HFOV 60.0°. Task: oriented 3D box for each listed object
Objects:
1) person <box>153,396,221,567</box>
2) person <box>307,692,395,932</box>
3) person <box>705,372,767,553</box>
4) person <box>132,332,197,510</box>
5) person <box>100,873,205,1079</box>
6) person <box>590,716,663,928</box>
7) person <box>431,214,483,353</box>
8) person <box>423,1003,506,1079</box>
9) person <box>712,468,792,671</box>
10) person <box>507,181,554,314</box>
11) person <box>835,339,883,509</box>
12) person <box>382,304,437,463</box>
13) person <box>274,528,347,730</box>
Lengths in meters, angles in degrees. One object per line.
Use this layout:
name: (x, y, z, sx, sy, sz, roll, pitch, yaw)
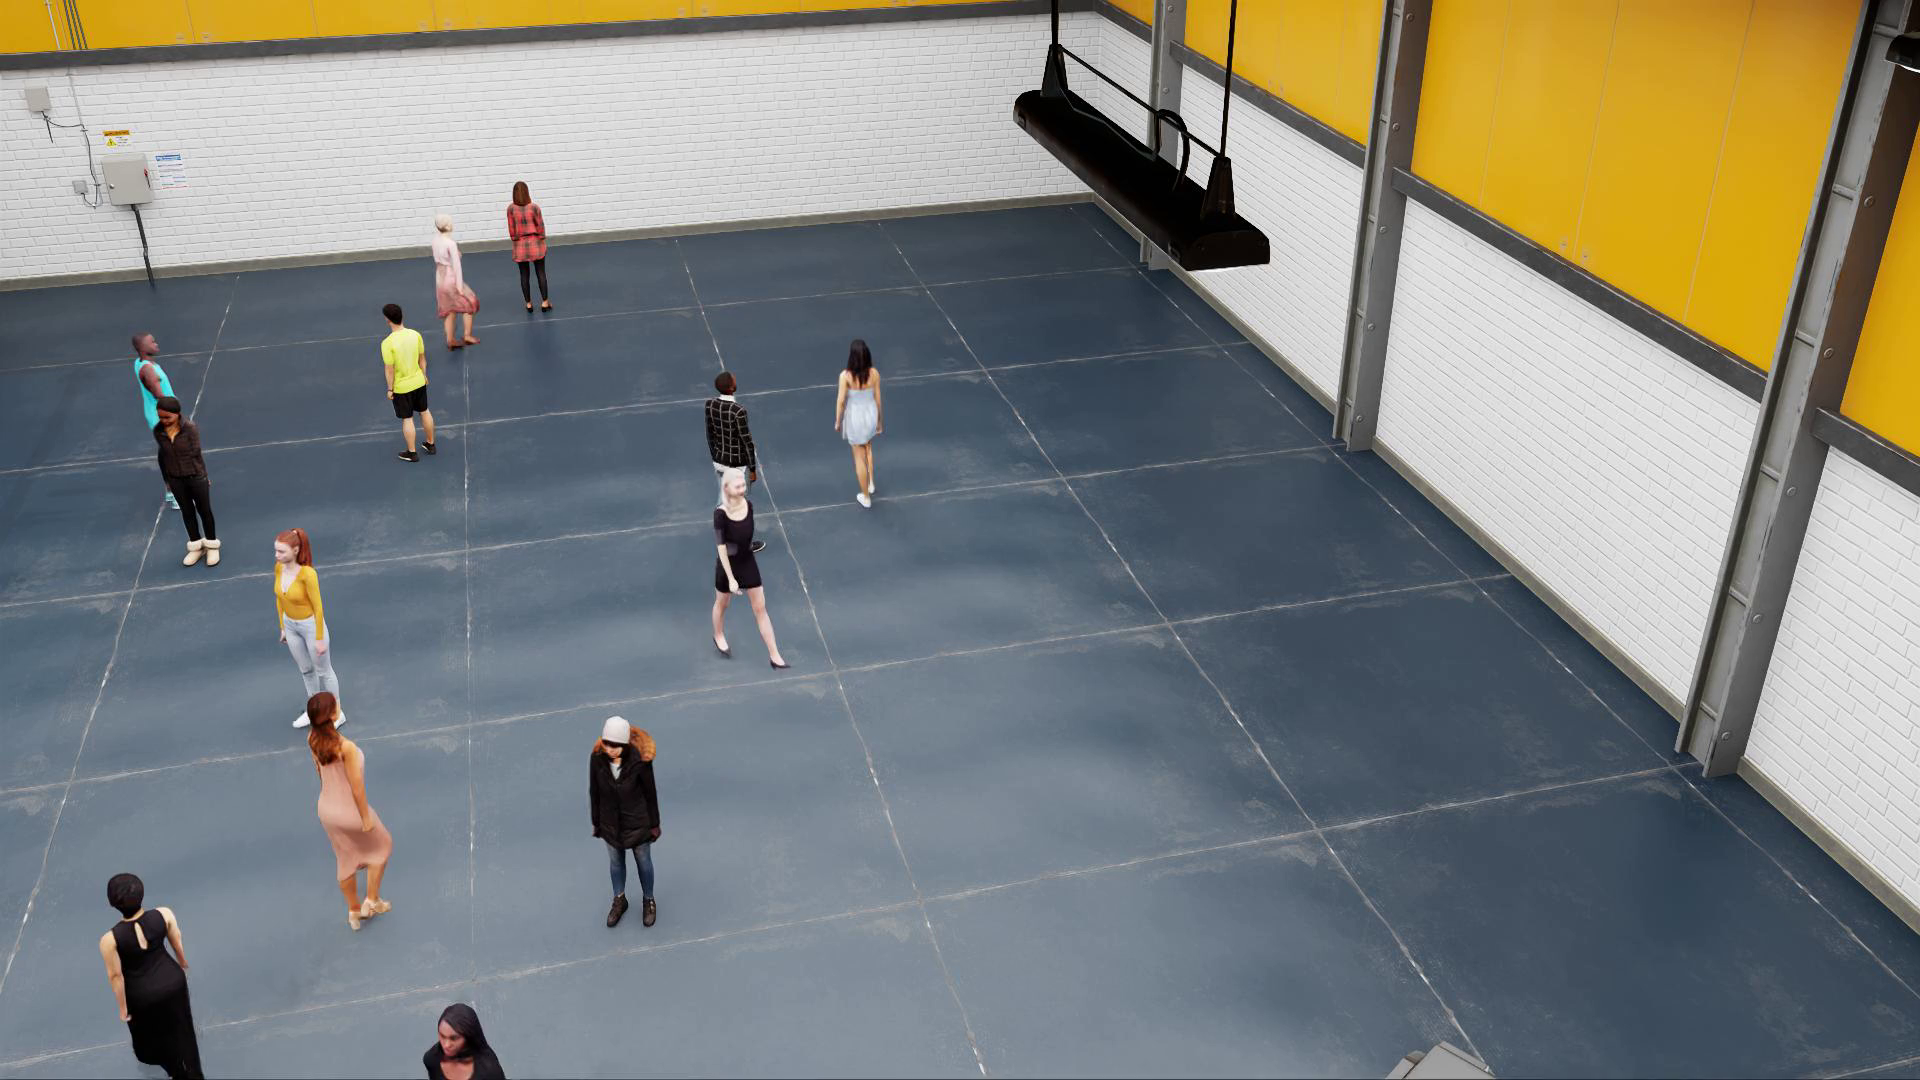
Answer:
person: (-7.171, -0.588, 15.447, 0.656, 1.661, 0.605, -7, 29, -13)
person: (-4.072, 1.826, 10.852, 0.732, 1.823, 0.783, 13, 31, 23)
person: (-2.138, -0.721, 15.524, 0.730, 1.821, 0.794, 16, 32, 27)
person: (-7.879, -1.184, 16.383, 0.735, 1.811, 0.582, -19, 34, -31)
person: (-4.620, 2.648, 9.608, 1.051, 1.572, 0.895, 25, 38, 38)
person: (-2.215, 1.840, 11.023, 0.707, 1.635, 0.709, 2, 29, 4)
person: (-6.163, -3.050, 19.944, 0.780, 1.676, 0.840, 17, 33, 28)
person: (-2.489, 3.056, 8.721, 0.921, 1.705, 1.053, 9, 30, 17)
person: (-1.929, 0.230, 13.816, 0.999, 1.786, 1.221, -25, 37, -38)
person: (-5.489, -3.733, 21.168, 0.665, 1.703, 0.639, 0, 29, 0)
person: (-0.946, -1.113, 16.353, 0.663, 1.715, 0.698, -14, 32, -24)
person: (-5.760, -1.656, 17.357, 0.719, 1.707, 0.700, 22, 36, 35)
person: (-5.107, 0.701, 12.989, 0.690, 1.751, 0.738, 13, 31, 22)
